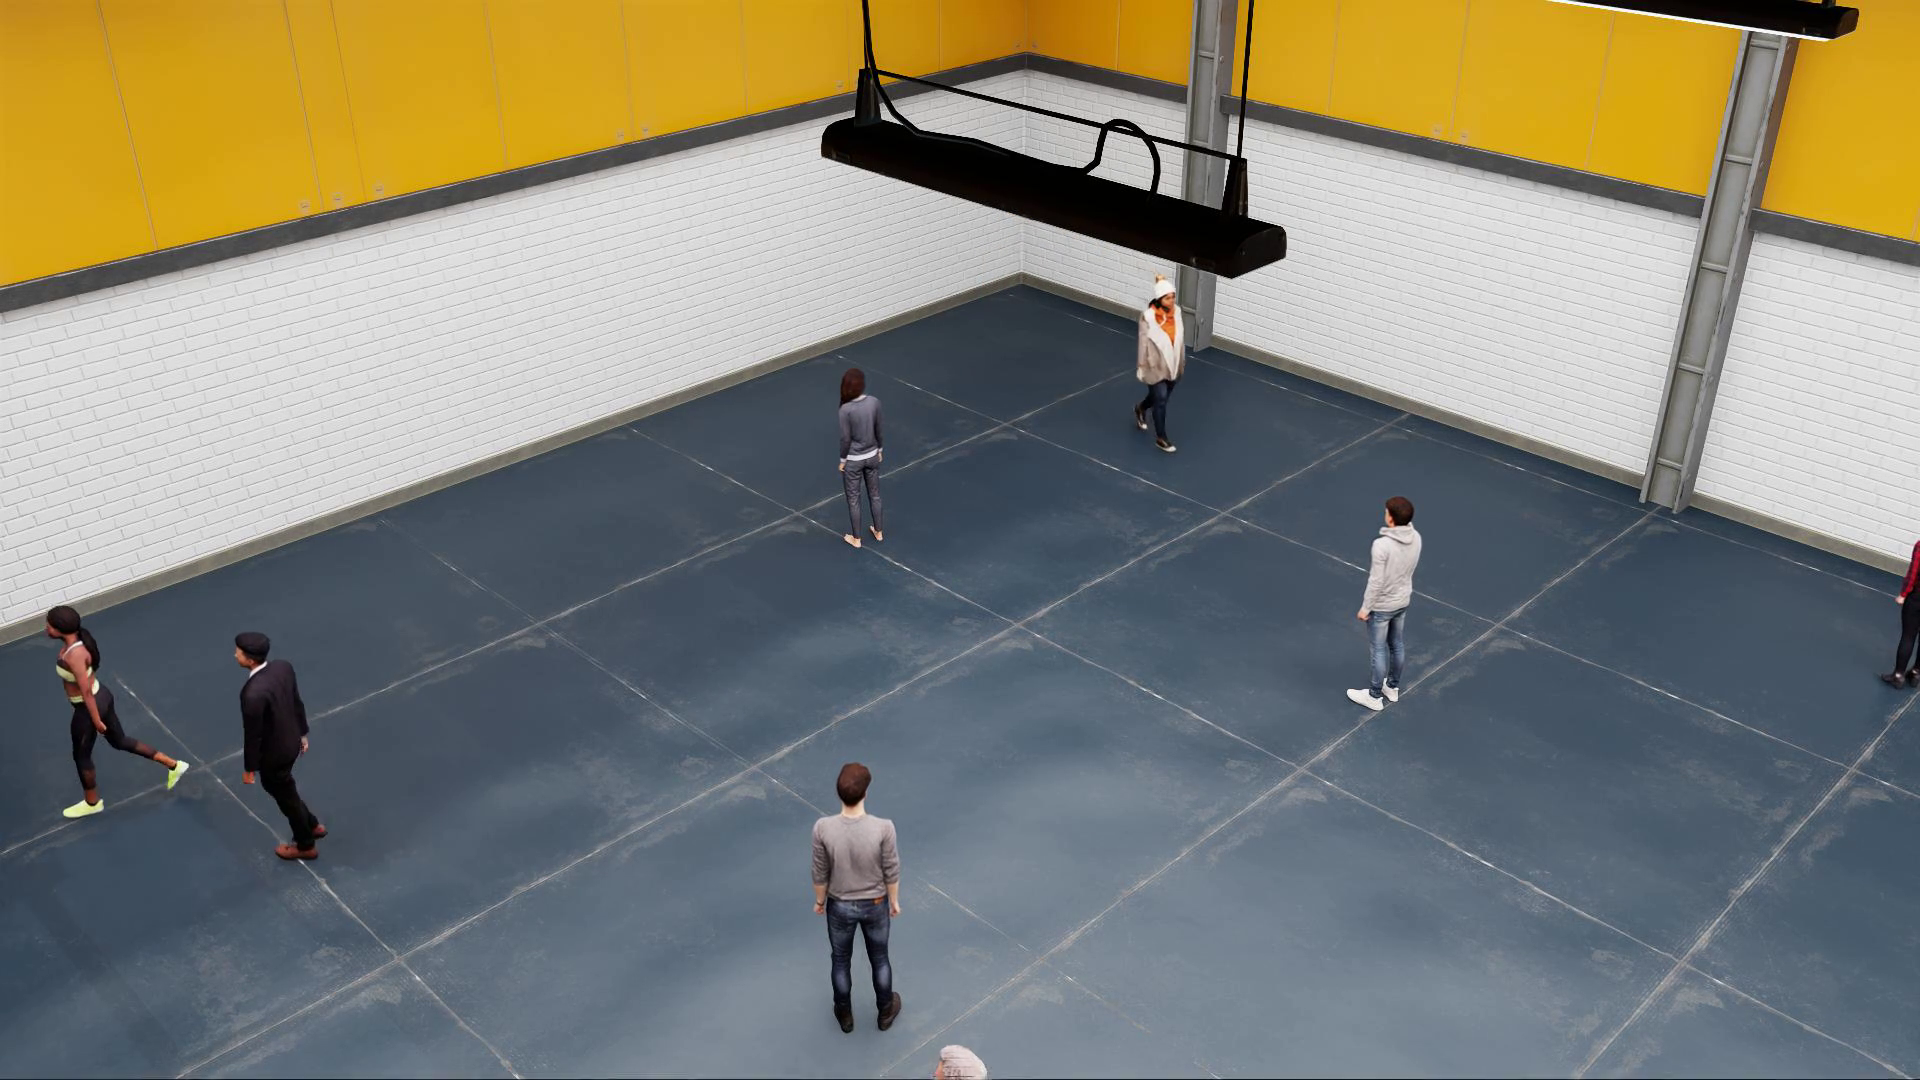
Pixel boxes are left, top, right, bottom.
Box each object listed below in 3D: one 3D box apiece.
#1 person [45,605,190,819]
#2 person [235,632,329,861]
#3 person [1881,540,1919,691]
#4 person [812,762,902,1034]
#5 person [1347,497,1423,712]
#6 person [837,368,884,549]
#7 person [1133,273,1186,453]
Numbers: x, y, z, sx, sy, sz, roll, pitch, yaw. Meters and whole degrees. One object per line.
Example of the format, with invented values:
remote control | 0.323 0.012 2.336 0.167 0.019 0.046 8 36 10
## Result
person | -6.159 1.210 12.016 0.988 1.722 1.106 -7 29 -13
person | -4.608 1.444 11.434 0.872 1.869 0.811 0 29 0
person | 7.833 0.460 13.460 0.665 1.657 0.696 -4 29 -7
person | -0.619 2.183 10.044 0.751 1.903 0.813 0 29 0
person | 3.405 0.494 13.192 0.696 1.852 0.608 -20 35 -32
person | -0.930 -0.783 15.620 0.659 1.770 0.587 -17 33 -28
person | 2.080 -1.913 17.600 0.859 1.859 1.178 -17 33 -28
